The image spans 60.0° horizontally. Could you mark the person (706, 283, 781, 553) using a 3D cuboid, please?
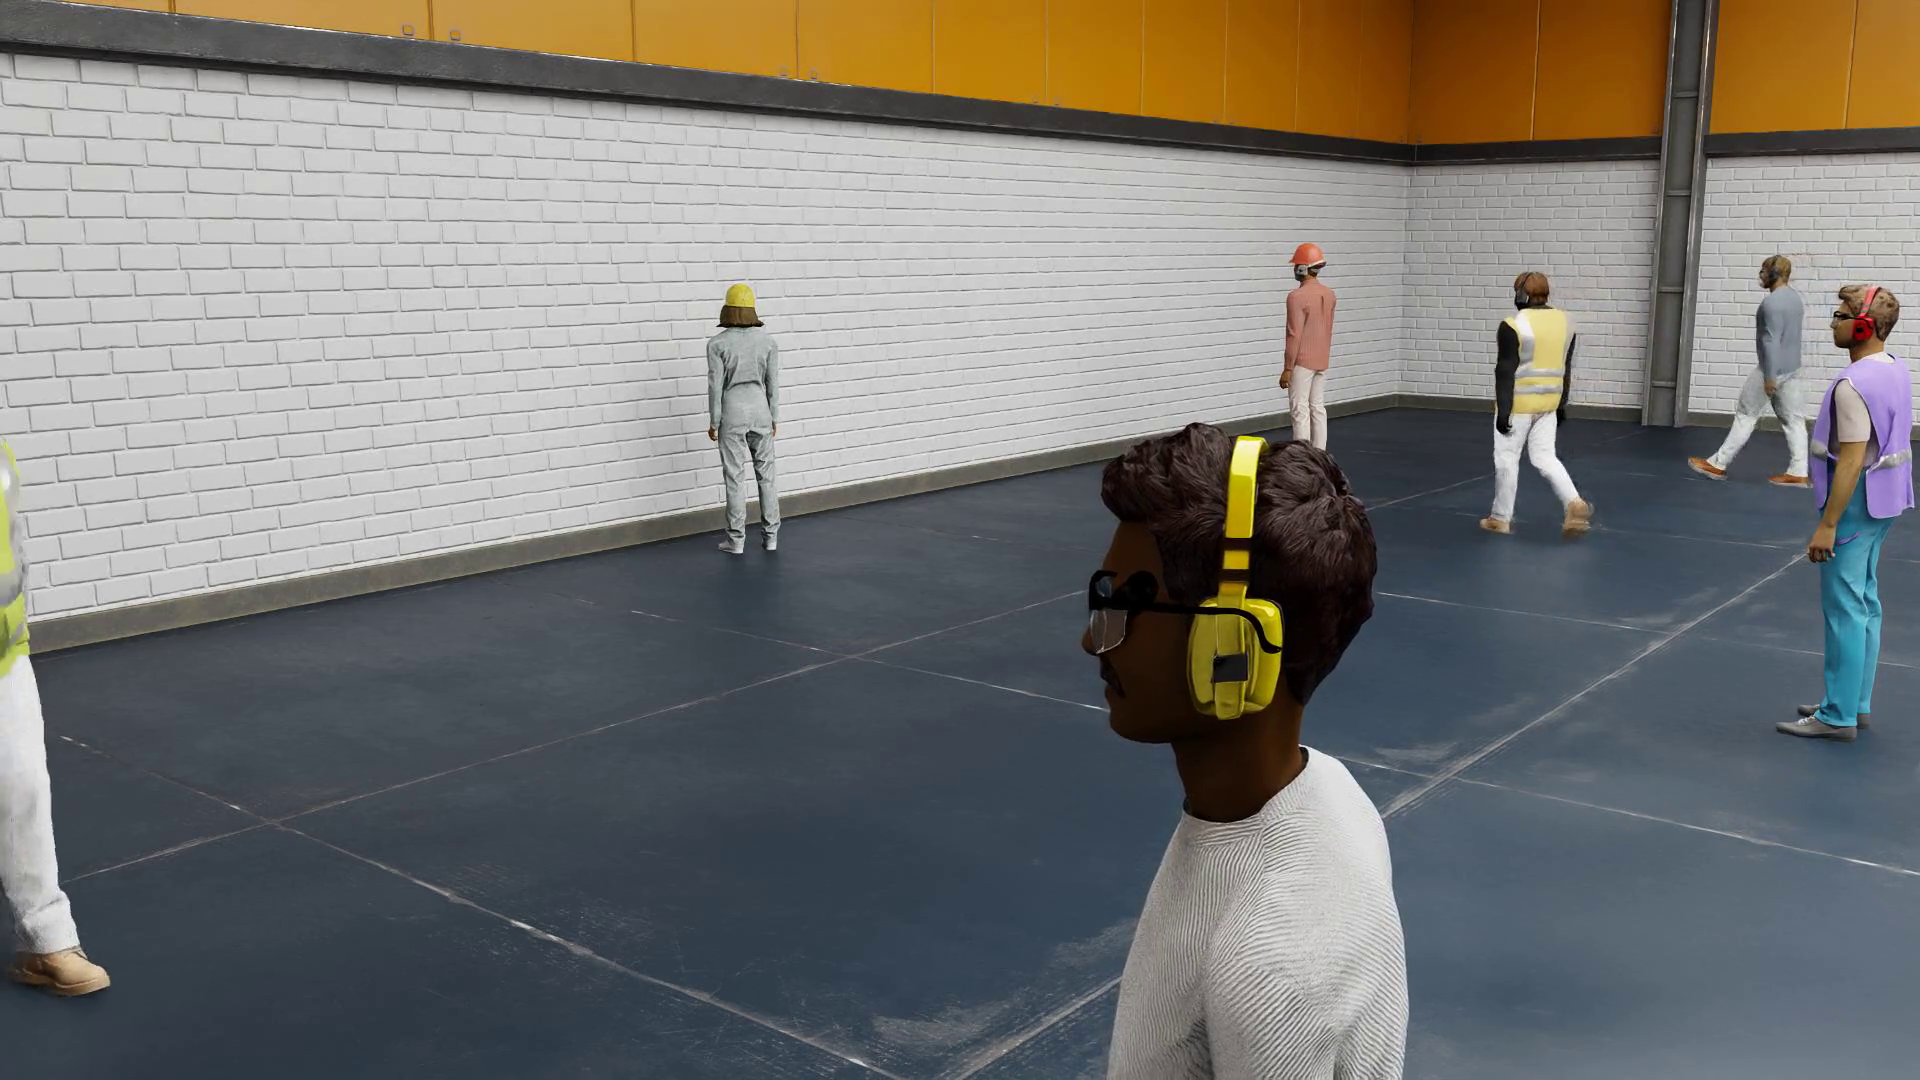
[{"bbox_3d":[-1.414,-0.785,10.804,0.487,1.744,0.314,-5,11,-26],"label":"person"}]

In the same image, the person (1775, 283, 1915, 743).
[{"bbox_3d":[3.618,-0.102,6.724,0.389,1.850,0.567,9,14,41],"label":"person"}]

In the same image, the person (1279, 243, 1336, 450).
[{"bbox_3d":[2.887,-1.470,13.898,0.375,1.997,0.612,10,14,43],"label":"person"}]

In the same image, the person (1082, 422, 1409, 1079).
[{"bbox_3d":[0.225,0.824,1.538,0.328,1.872,0.510,2,10,9],"label":"person"}]

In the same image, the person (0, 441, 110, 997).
[{"bbox_3d":[-2.782,0.327,4.465,0.906,1.813,0.623,5,11,26],"label":"person"}]

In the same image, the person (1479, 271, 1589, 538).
[{"bbox_3d":[3.915,-0.909,11.288,0.638,1.823,0.784,-4,11,-22],"label":"person"}]

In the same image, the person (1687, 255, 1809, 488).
[{"bbox_3d":[6.615,-1.397,13.771,0.646,1.890,1.003,-10,14,-43],"label":"person"}]
